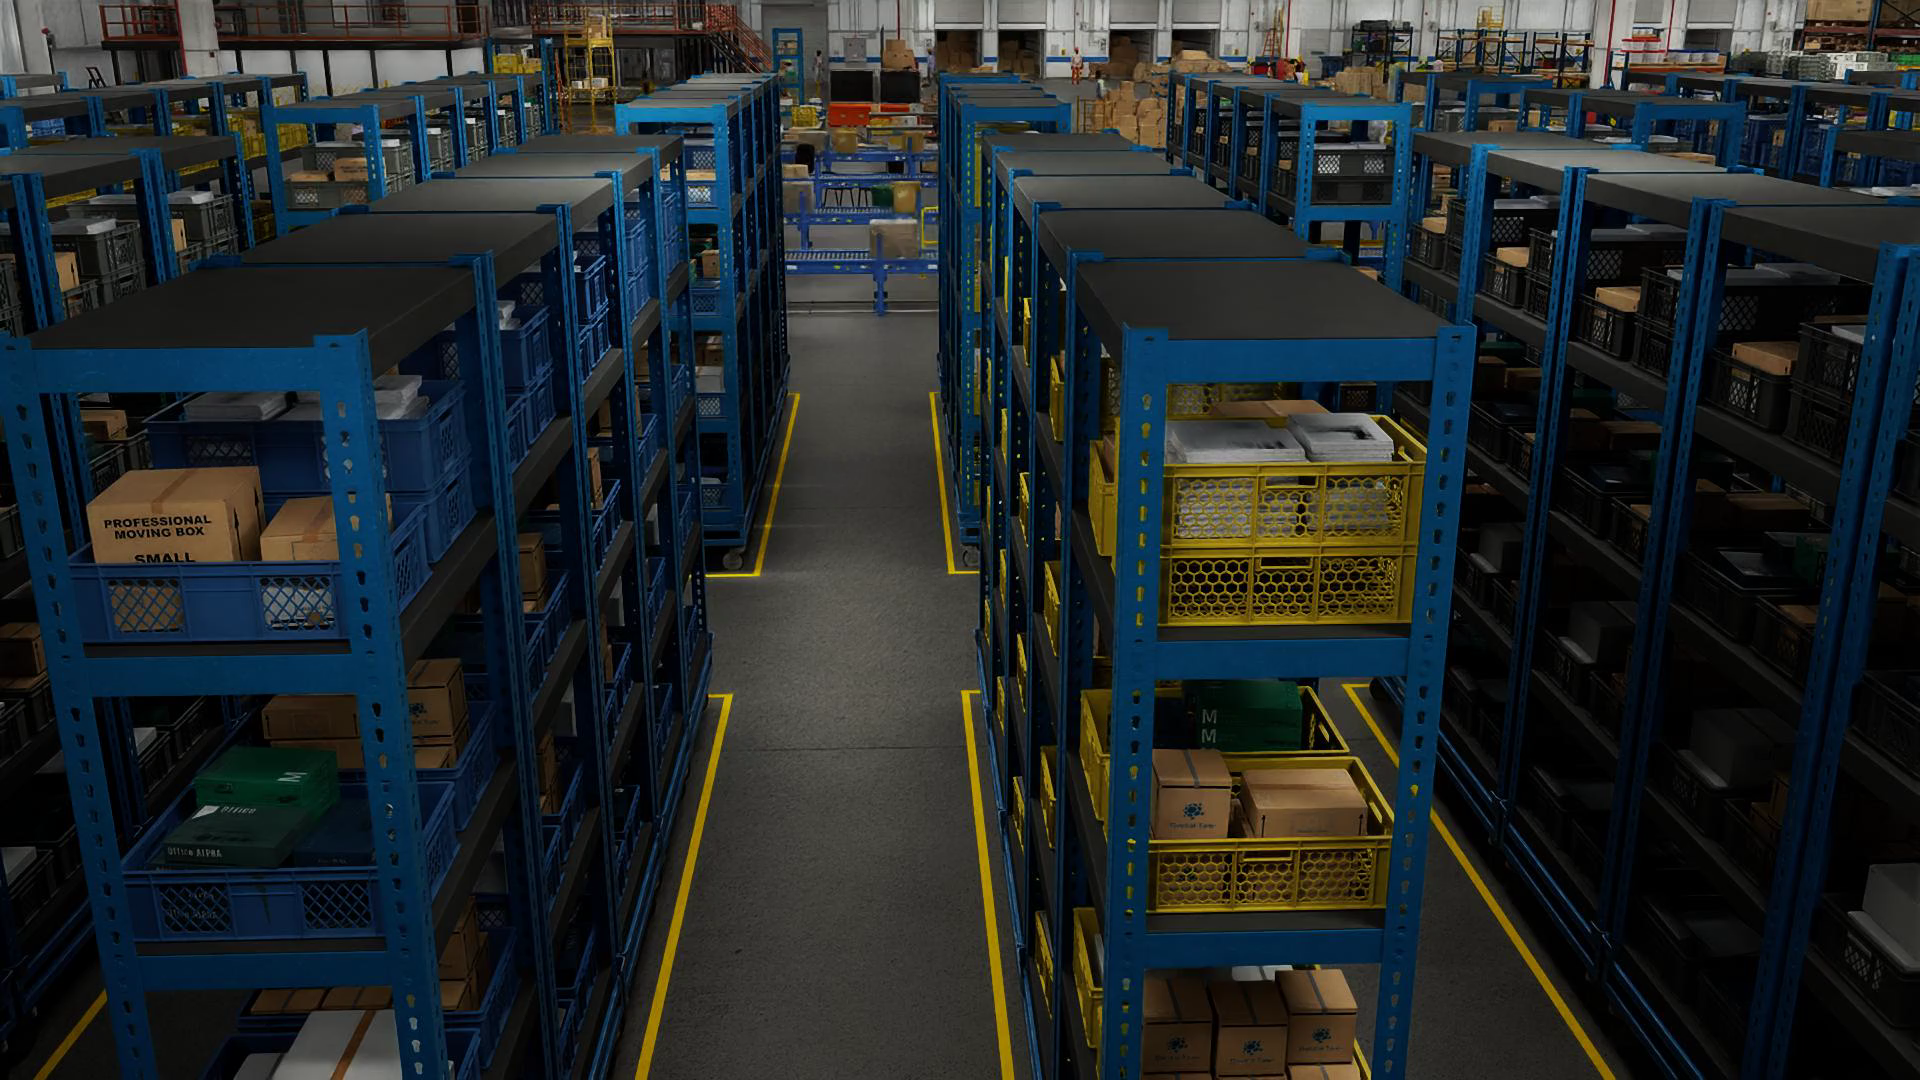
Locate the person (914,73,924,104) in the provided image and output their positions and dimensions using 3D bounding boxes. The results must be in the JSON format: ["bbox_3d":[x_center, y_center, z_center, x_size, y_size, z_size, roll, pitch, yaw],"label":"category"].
[{"bbox_3d":[-1.481,-16.826,63.171,0.877,1.717,0.547,5,19,15],"label":"person"}]

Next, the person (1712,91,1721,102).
[{"bbox_3d":[26.510,-15.140,58.100,0.523,1.639,0.306,11,21,32],"label":"person"}]

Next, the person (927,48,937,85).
[{"bbox_3d":[-1.554,-25.812,90.689,0.545,1.921,0.626,-16,24,-40],"label":"person"}]

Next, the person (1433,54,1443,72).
[{"bbox_3d":[22.930,-22.297,79.771,0.371,1.940,0.630,-8,20,-25],"label":"person"}]

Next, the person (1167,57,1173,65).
[{"bbox_3d":[9.838,-21.662,77.942,0.569,1.860,0.316,-12,21,-33],"label":"person"}]

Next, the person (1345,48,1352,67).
[{"bbox_3d":[21.291,-25.975,91.194,0.666,1.905,0.628,-3,18,-8],"label":"person"}]

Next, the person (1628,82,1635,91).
[{"bbox_3d":[23.681,-15.620,59.146,0.573,1.916,0.545,12,21,32],"label":"person"}]

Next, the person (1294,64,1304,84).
[{"bbox_3d":[13.670,-18.264,67.323,0.392,1.919,0.590,13,22,35],"label":"person"}]

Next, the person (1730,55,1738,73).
[{"bbox_3d":[37.373,-22.547,80.634,0.999,1.873,0.611,0,18,0],"label":"person"}]

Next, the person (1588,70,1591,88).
[{"bbox_3d":[26.177,-18.770,68.691,0.609,2.000,0.697,2,18,7],"label":"person"}]

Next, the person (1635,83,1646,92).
[{"bbox_3d":[32.291,-21.993,78.938,1.028,1.867,0.666,-6,19,-18],"label":"person"}]

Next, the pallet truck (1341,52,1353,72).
[{"bbox_3d":[18.794,-23.123,82.231,0.823,1.965,1.885,-13,22,-35],"label":"pallet truck"}]

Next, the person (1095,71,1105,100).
[{"bbox_3d":[5.225,-16.468,61.807,0.553,1.899,0.601,5,18,14],"label":"person"}]

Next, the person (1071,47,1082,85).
[{"bbox_3d":[6.343,-25.848,90.690,0.632,1.992,0.397,-3,18,-10],"label":"person"}]

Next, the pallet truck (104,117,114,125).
[{"bbox_3d":[-18.367,-7.885,35.078,1.885,1.965,0.823,1,18,2],"label":"pallet truck"}]

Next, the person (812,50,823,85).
[{"bbox_3d":[-7.729,-25.710,90.502,0.692,1.836,0.430,-12,22,-33],"label":"person"}]

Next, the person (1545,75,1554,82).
[{"bbox_3d":[20.067,-14.924,56.956,0.357,1.938,0.545,4,18,13],"label":"person"}]

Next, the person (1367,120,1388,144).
[{"bbox_3d":[11.218,-10.903,44.766,0.613,1.777,0.940,0,18,0],"label":"person"}]

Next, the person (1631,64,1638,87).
[{"bbox_3d":[29.874,-20.293,73.640,0.420,1.899,0.656,10,20,27],"label":"person"}]

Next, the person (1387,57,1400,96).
[{"bbox_3d":[20.637,-22.094,79.331,0.431,1.853,0.624,-12,21,-32],"label":"person"}]

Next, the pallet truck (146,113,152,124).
[{"bbox_3d":[-18.087,-8.309,36.390,1.885,1.965,0.823,-1,18,-4],"label":"pallet truck"}]

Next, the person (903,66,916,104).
[{"bbox_3d":[-1.890,-17.391,64.558,0.506,1.951,0.633,15,23,39],"label":"person"}]

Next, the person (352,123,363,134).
[{"bbox_3d":[-13.334,-8.556,37.078,0.378,2.045,0.605,4,18,11],"label":"person"}]

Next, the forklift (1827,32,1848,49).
[{"bbox_3d":[46.023,-25.321,87.619,1.129,2.768,1.873,-1,18,-2],"label":"forklift"}]

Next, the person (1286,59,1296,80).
[{"bbox_3d":[16.266,-22.757,81.649,0.531,1.649,0.874,14,23,38],"label":"person"}]

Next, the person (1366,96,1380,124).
[{"bbox_3d":[12.530,-12.592,50.250,0.496,1.613,0.382,-1,18,-4],"label":"person"}]

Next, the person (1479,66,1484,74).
[{"bbox_3d":[21.062,-18.287,67.546,0.922,1.838,0.540,-12,22,-34],"label":"person"}]

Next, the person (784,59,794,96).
[{"bbox_3d":[-8.123,-22.032,79.274,0.518,1.722,0.567,-8,20,-24],"label":"person"}]

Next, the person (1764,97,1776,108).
[{"bbox_3d":[27.283,-14.505,56.043,0.316,1.695,0.542,-2,18,-6],"label":"person"}]

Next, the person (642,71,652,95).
[{"bbox_3d":[-12.061,-17.056,63.767,0.967,1.796,0.540,-12,21,-33],"label":"person"}]
